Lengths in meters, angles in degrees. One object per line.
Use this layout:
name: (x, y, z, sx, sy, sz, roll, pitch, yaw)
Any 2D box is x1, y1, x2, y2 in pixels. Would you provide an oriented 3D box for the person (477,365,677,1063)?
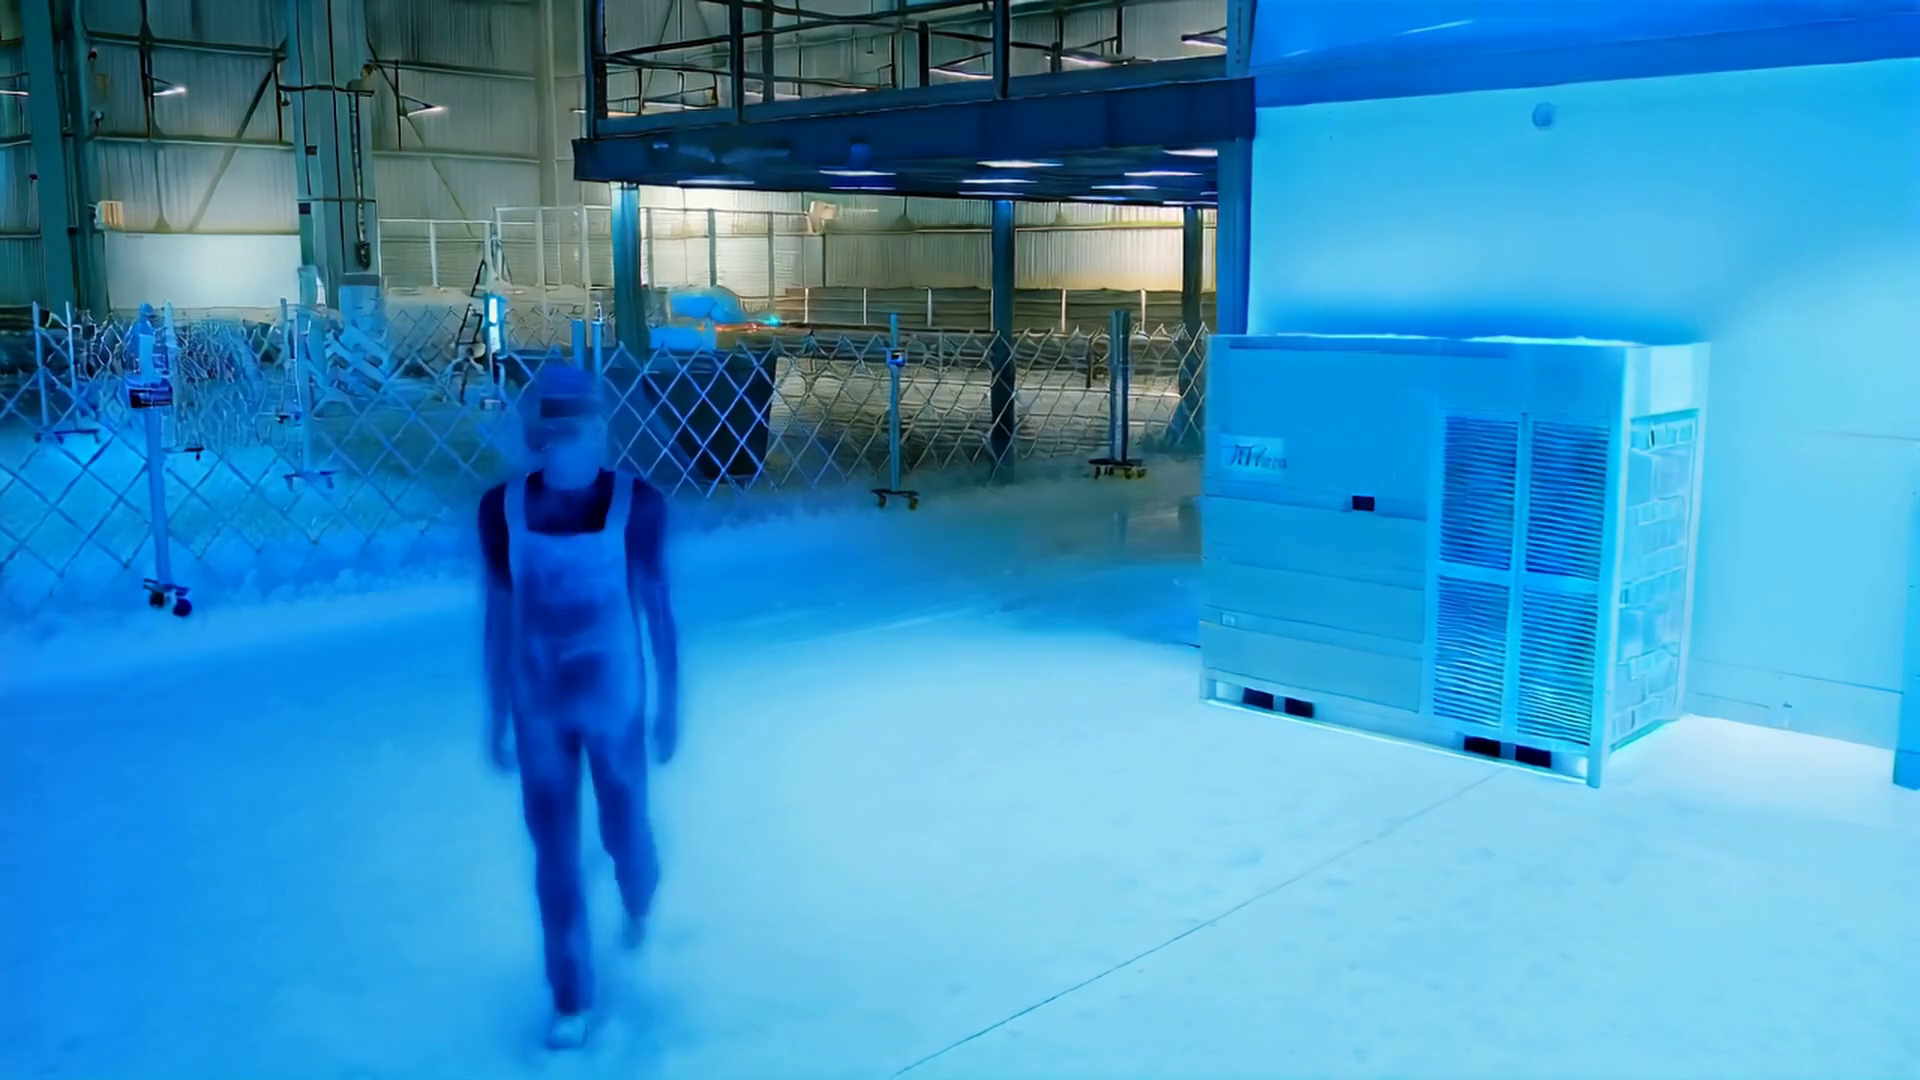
person: (-1.024, 0.431, 4.531, 0.516, 1.829, 0.636, 0, 9, -2)
